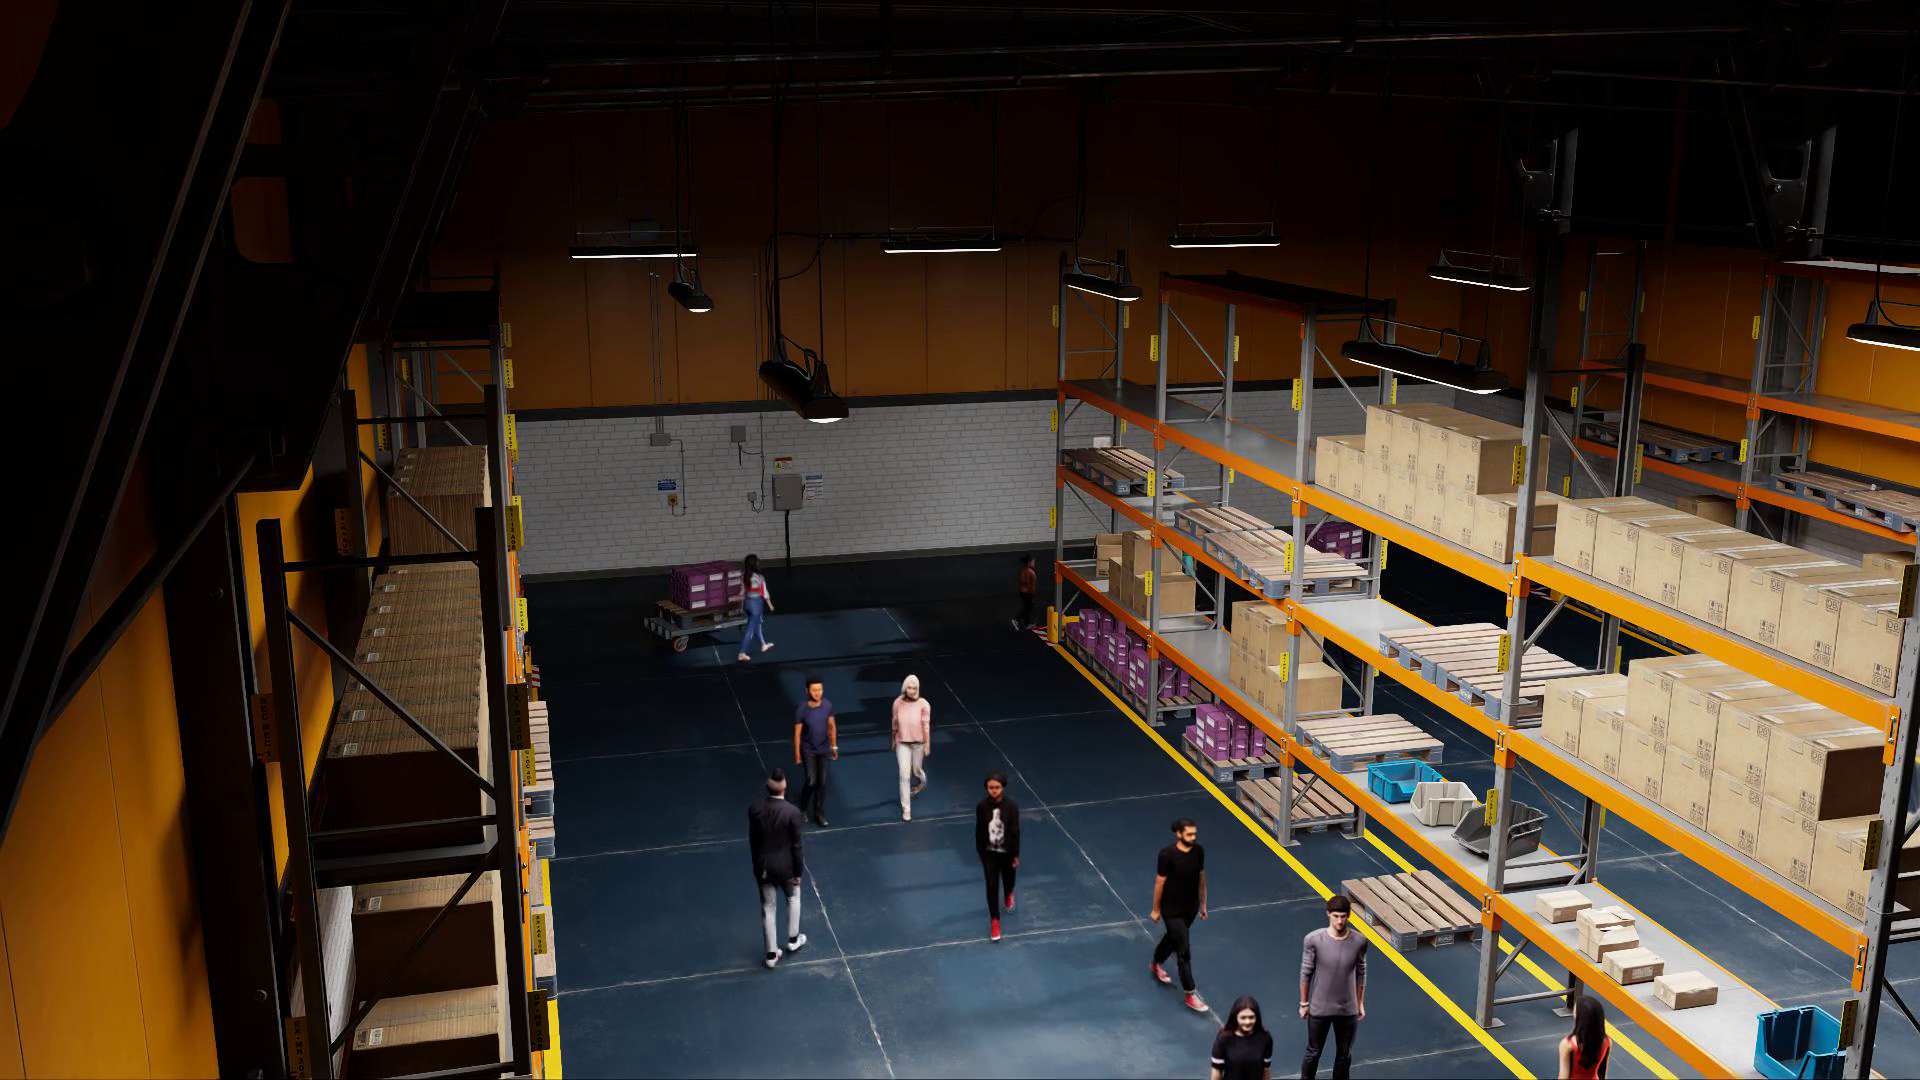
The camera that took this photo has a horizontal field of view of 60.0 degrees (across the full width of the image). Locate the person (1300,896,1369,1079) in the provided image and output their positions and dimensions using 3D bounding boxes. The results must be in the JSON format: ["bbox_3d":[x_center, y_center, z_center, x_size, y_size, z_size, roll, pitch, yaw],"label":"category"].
[{"bbox_3d":[2.974,3.688,13.252,0.725,1.851,0.630,0,14,0],"label":"person"}]

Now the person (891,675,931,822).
[{"bbox_3d":[-0.558,2.333,19.202,0.859,1.685,1.124,2,14,9],"label":"person"}]

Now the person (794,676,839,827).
[{"bbox_3d":[-1.667,2.364,18.872,0.719,1.780,0.730,-8,16,-29],"label":"person"}]

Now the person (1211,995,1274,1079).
[{"bbox_3d":[2.040,4.057,12.221,0.709,1.620,1.038,-1,14,-6],"label":"person"}]

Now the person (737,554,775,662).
[{"bbox_3d":[-3.137,1.035,24.793,1.077,1.576,1.059,11,17,37],"label":"person"}]

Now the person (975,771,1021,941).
[{"bbox_3d":[0.393,3.039,16.341,0.827,1.660,1.060,2,14,7],"label":"person"}]

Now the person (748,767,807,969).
[{"bbox_3d":[-1.762,3.082,15.586,0.903,1.931,0.981,2,14,9],"label":"person"}]

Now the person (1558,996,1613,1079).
[{"bbox_3d":[4.455,4.067,11.970,0.594,1.719,0.540,-5,14,-19],"label":"person"}]

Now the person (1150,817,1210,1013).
[{"bbox_3d":[1.943,3.316,15.094,0.885,1.709,1.226,-8,16,-31],"label":"person"}]

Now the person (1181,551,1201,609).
[{"bbox_3d":[3.809,0.348,27.671,0.649,1.557,0.523,-7,15,-27],"label":"person"}]

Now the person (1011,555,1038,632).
[{"bbox_3d":[1.017,0.845,26.290,0.769,1.242,0.804,-12,18,-40],"label":"person"}]
